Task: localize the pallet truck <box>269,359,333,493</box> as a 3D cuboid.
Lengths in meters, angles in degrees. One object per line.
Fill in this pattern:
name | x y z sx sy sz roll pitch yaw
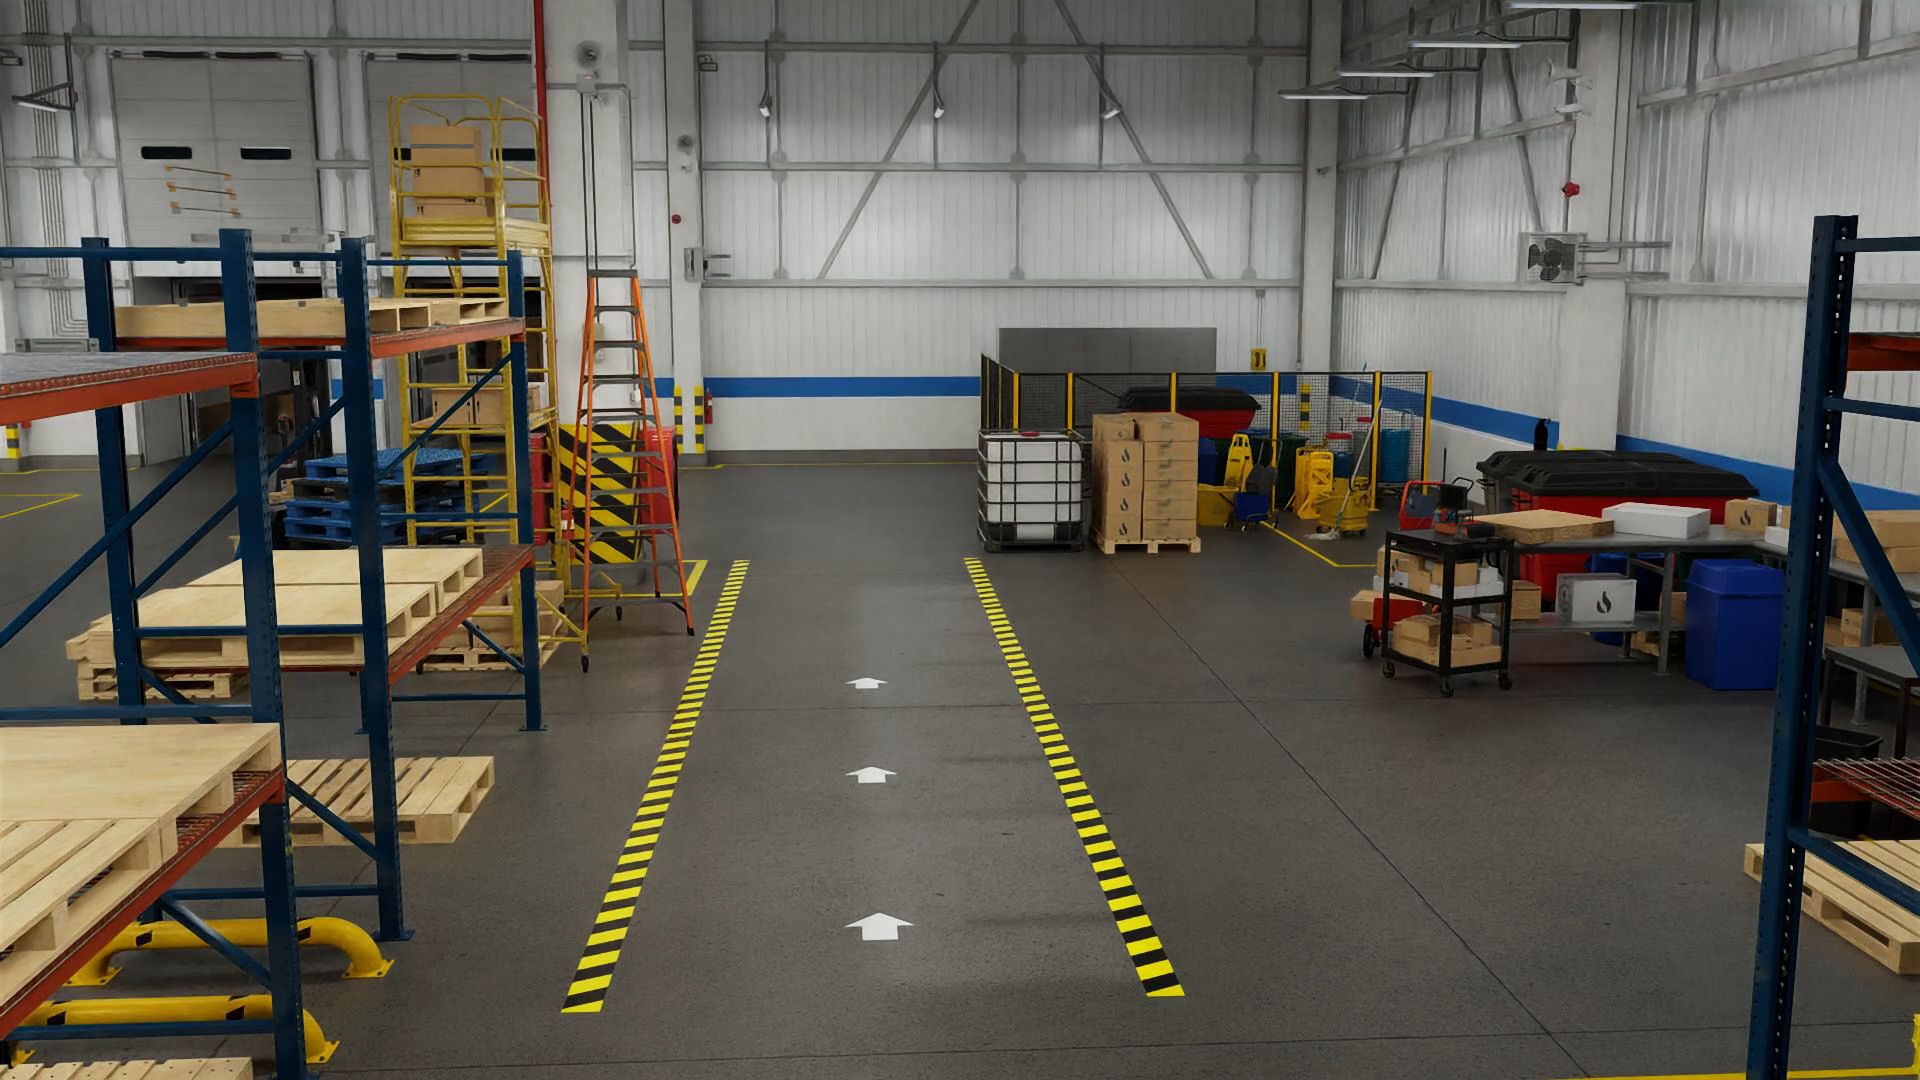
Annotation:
pallet truck | -7.062 -1.131 18.996 1.885 1.965 0.823 2 9 13
